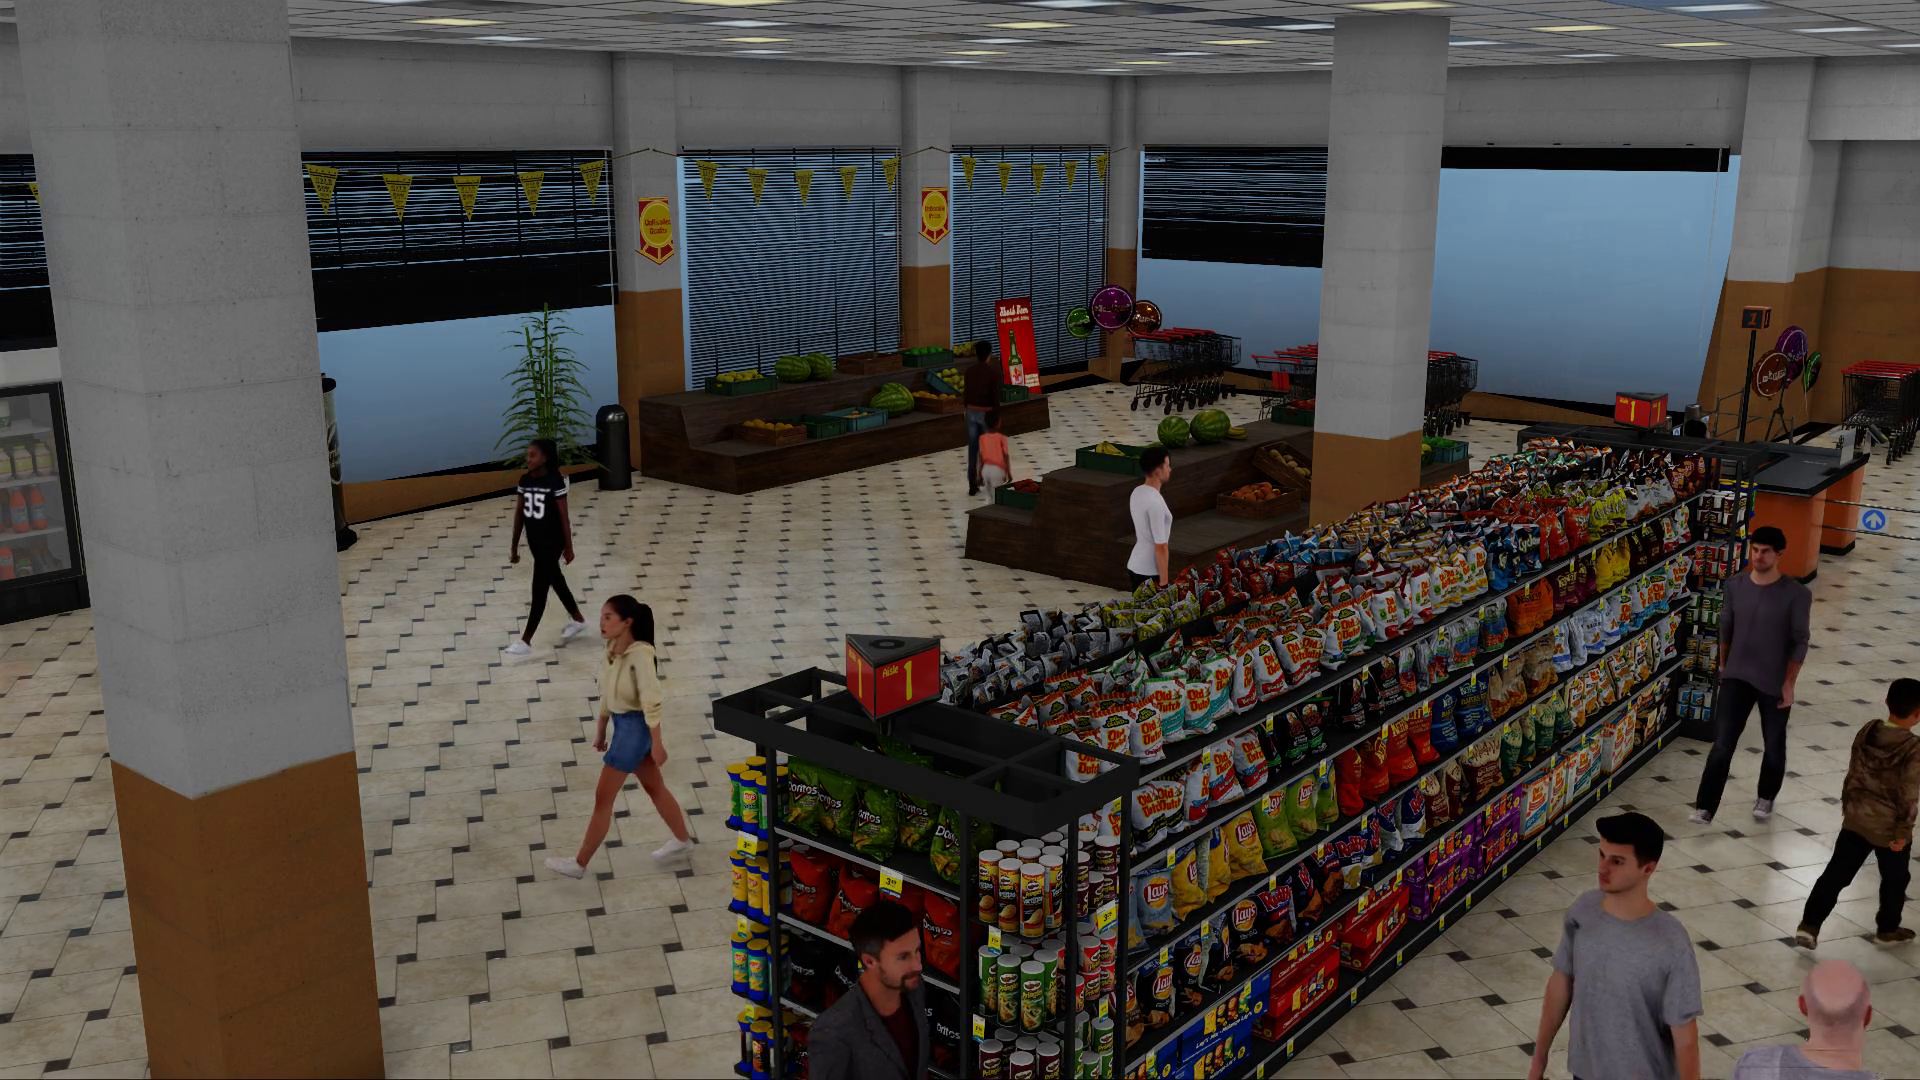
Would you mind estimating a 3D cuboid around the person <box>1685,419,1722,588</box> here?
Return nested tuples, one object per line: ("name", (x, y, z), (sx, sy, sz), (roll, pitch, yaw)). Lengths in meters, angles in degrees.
("person", (6.424, -0.249, 14.618), (0.658, 1.664, 0.654), (3, 14, 12))

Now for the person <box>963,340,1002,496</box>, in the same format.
("person", (0.206, -1.385, 19.110), (0.829, 1.755, 0.958), (4, 14, 17))

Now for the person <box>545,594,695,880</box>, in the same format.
("person", (-1.750, 1.096, 9.257), (1.195, 1.577, 0.886), (-9, 16, -32))

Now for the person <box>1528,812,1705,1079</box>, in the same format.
("person", (2.342, 1.807, 5.703), (0.843, 1.870, 0.849), (-6, 15, -24))

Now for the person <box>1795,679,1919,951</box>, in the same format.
("person", (4.517, 1.408, 8.285), (1.064, 1.430, 0.843), (-8, 16, -28))

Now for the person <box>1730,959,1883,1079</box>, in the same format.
("person", (2.344, 2.075, 4.702), (0.661, 1.822, 0.618), (12, 18, 42))

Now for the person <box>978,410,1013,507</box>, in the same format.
("person", (0.326, -0.670, 17.149), (0.517, 1.290, 0.872), (9, 17, 34))

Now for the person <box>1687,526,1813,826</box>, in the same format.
("person", (4.799, 0.817, 9.908), (0.686, 1.812, 1.079), (12, 18, 40))

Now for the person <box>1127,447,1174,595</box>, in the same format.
("person", (1.384, 0.223, 12.282), (0.749, 1.848, 0.731), (-3, 14, -14))

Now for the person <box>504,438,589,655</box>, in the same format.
("person", (-3.271, 0.051, 13.357), (0.782, 1.677, 1.228), (7, 16, 28))

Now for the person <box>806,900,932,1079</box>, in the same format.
("person", (-0.350, 1.966, 5.157), (0.812, 1.820, 1.151), (10, 17, 35))
